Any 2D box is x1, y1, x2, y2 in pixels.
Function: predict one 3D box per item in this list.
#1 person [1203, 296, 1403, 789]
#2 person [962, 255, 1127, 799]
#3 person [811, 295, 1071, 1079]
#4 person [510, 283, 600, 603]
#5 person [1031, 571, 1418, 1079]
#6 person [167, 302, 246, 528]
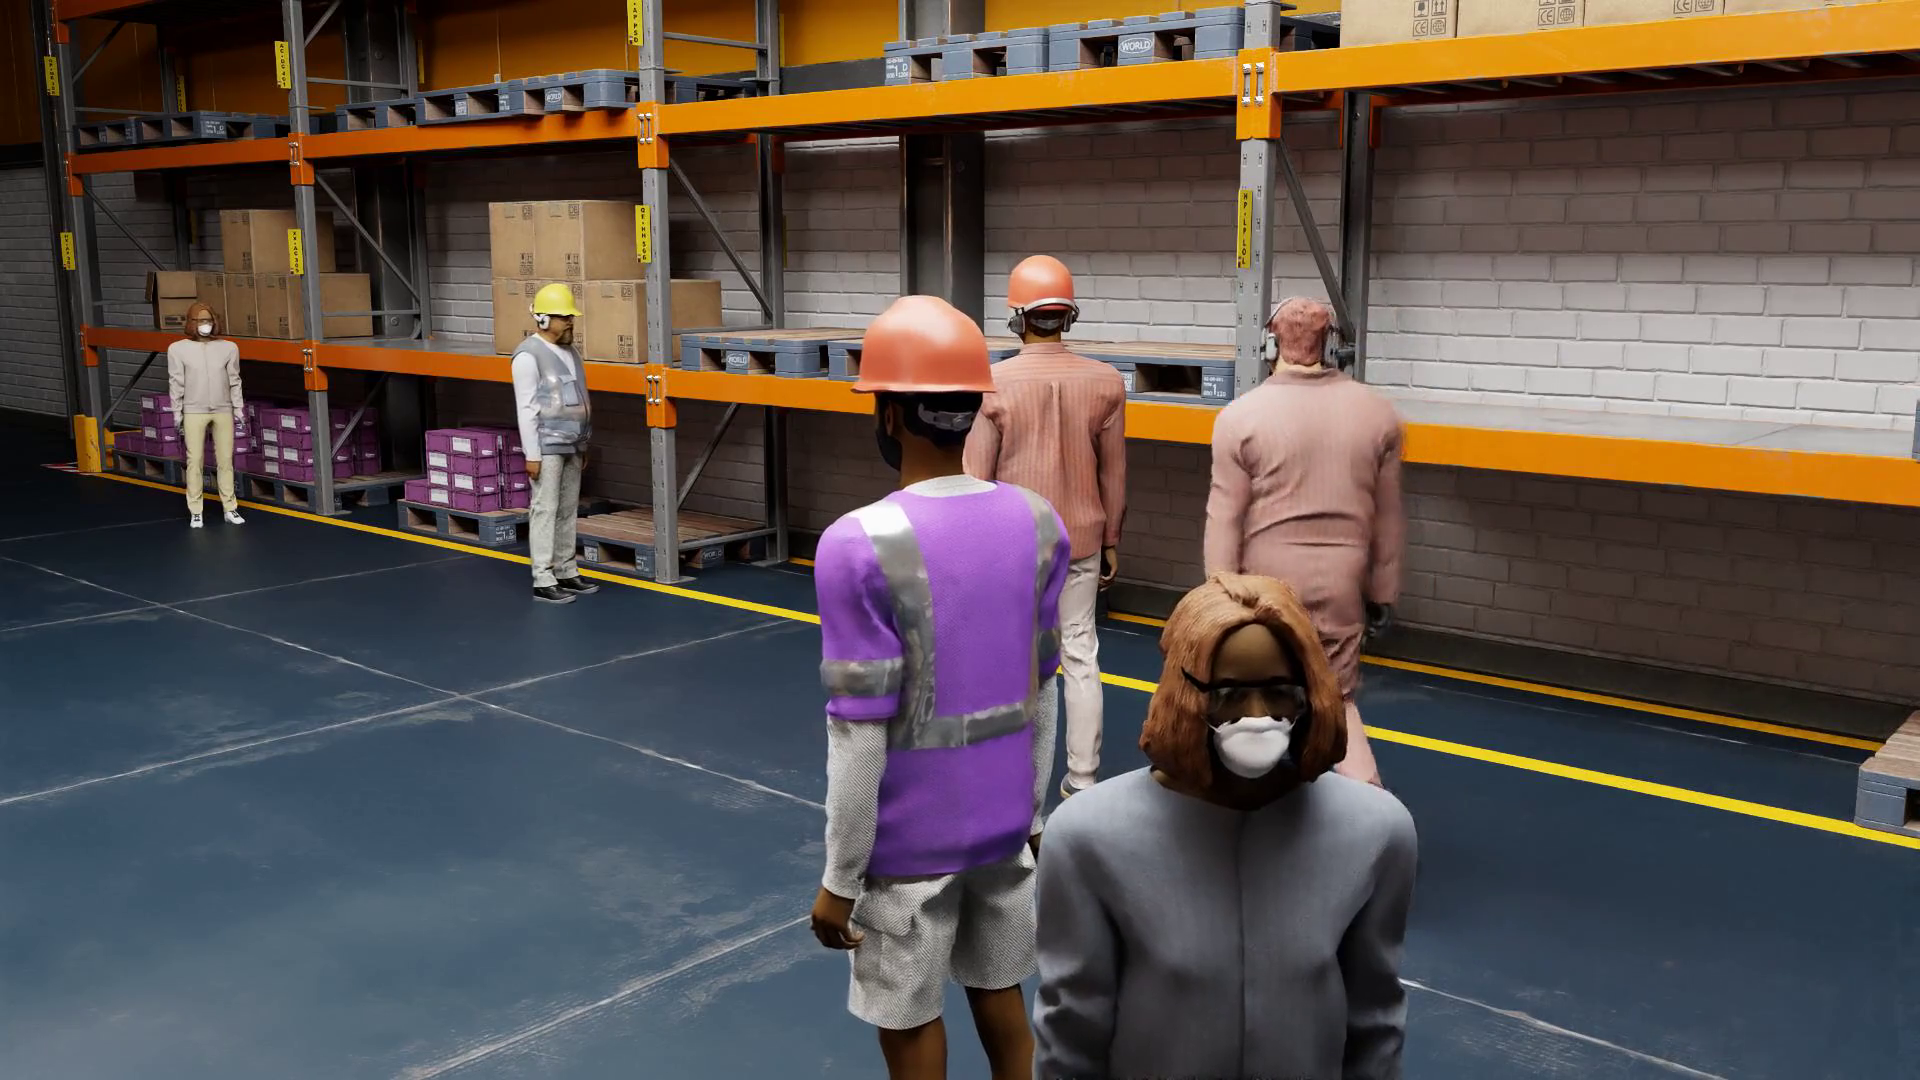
[{"bbox_3d":[1.118,0.168,5.304,0.682,1.876,0.708,-2,10,-10],"label":"person"},{"bbox_3d":[0.289,0.006,5.869,0.611,1.997,0.375,-3,10,-16],"label":"person"},{"bbox_3d":[-0.056,0.524,3.090,0.548,1.936,0.378,-9,13,-40],"label":"person"},{"bbox_3d":[-2.313,-0.554,9.562,0.403,1.823,0.585,3,10,18],"label":"person"},{"bbox_3d":[0.339,0.839,2.158,0.501,1.633,0.284,-1,10,-8],"label":"person"},{"bbox_3d":[-5.474,-0.909,12.114,0.507,1.632,0.277,-8,13,-38],"label":"person"}]
